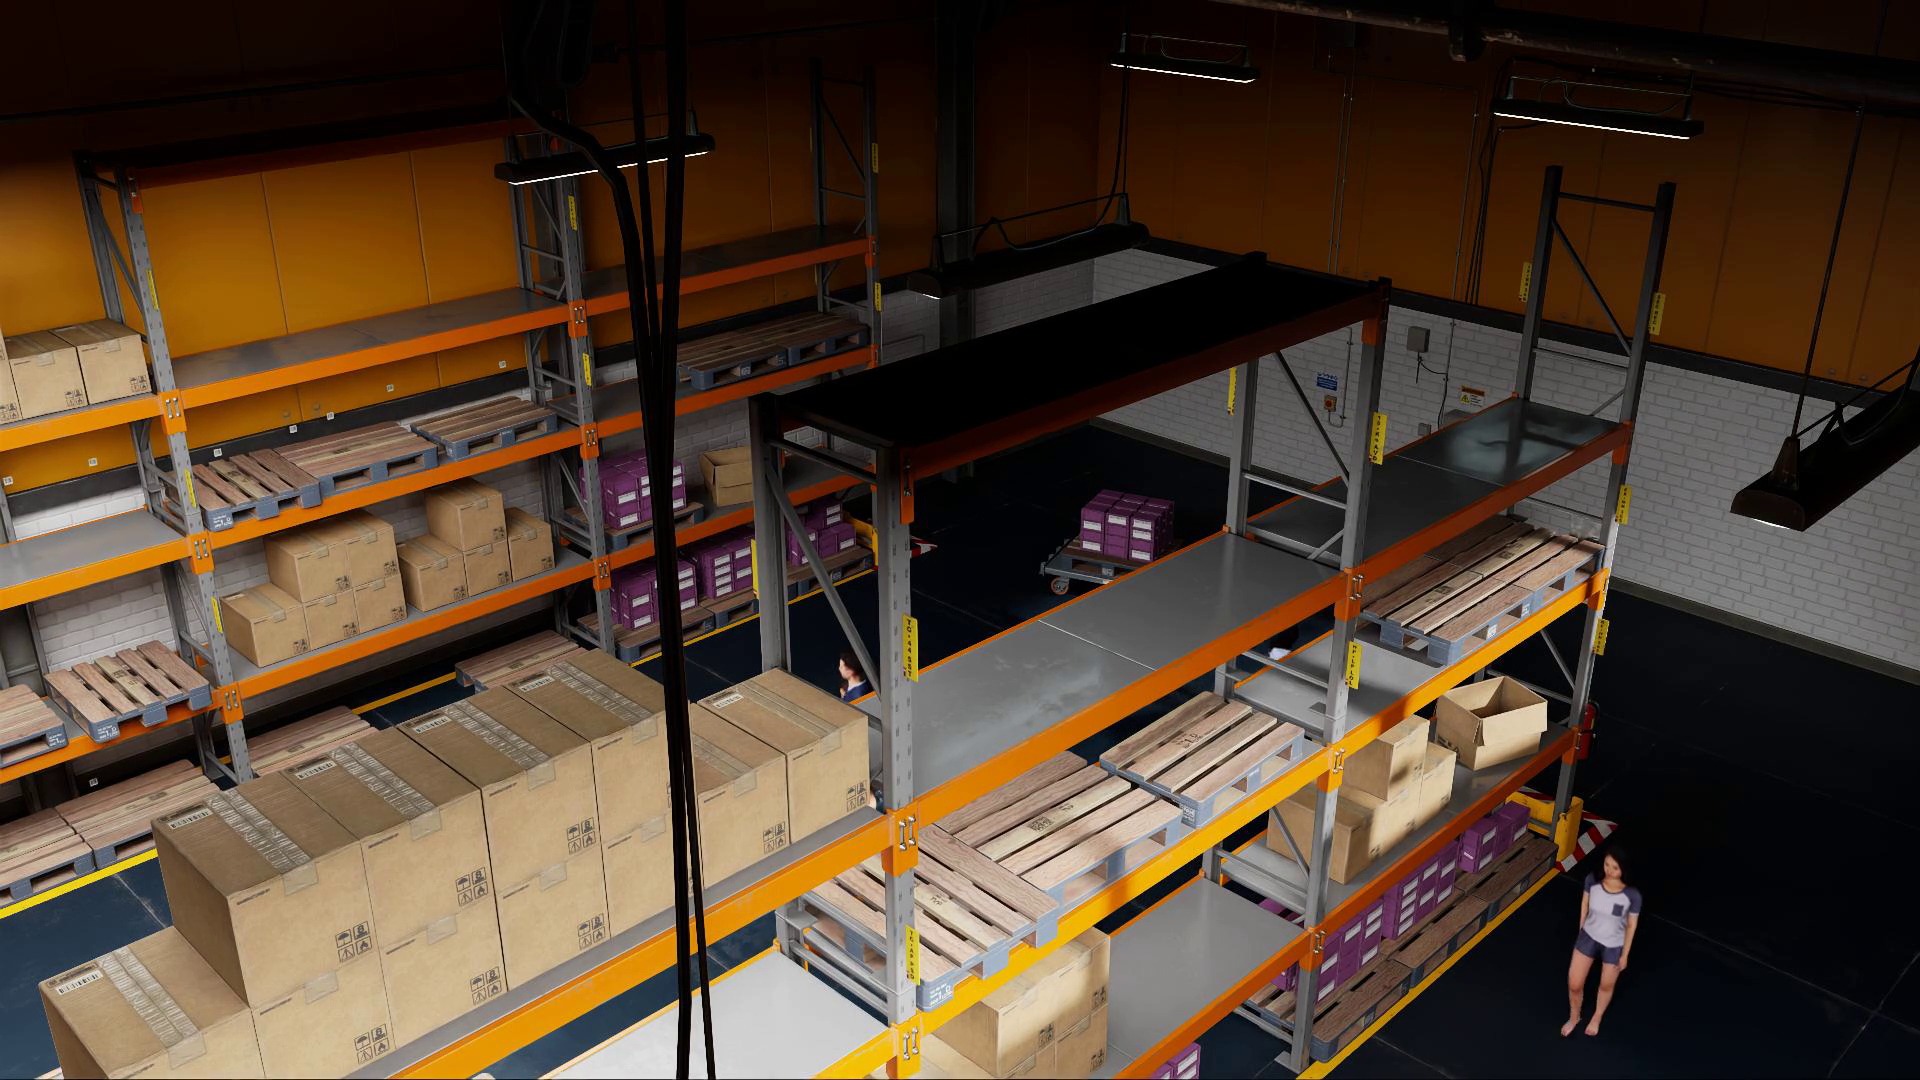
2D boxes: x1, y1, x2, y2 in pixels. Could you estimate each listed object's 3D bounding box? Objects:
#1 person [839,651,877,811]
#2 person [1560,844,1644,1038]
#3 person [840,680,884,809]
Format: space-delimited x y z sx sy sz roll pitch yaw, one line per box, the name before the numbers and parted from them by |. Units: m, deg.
person | -0.902 1.818 14.912 0.733 1.844 0.702 -3 24 -8
person | 4.870 2.967 12.474 0.628 1.691 0.663 16 28 33
person | -0.868 1.909 15.148 0.803 1.489 0.745 -5 24 -12
